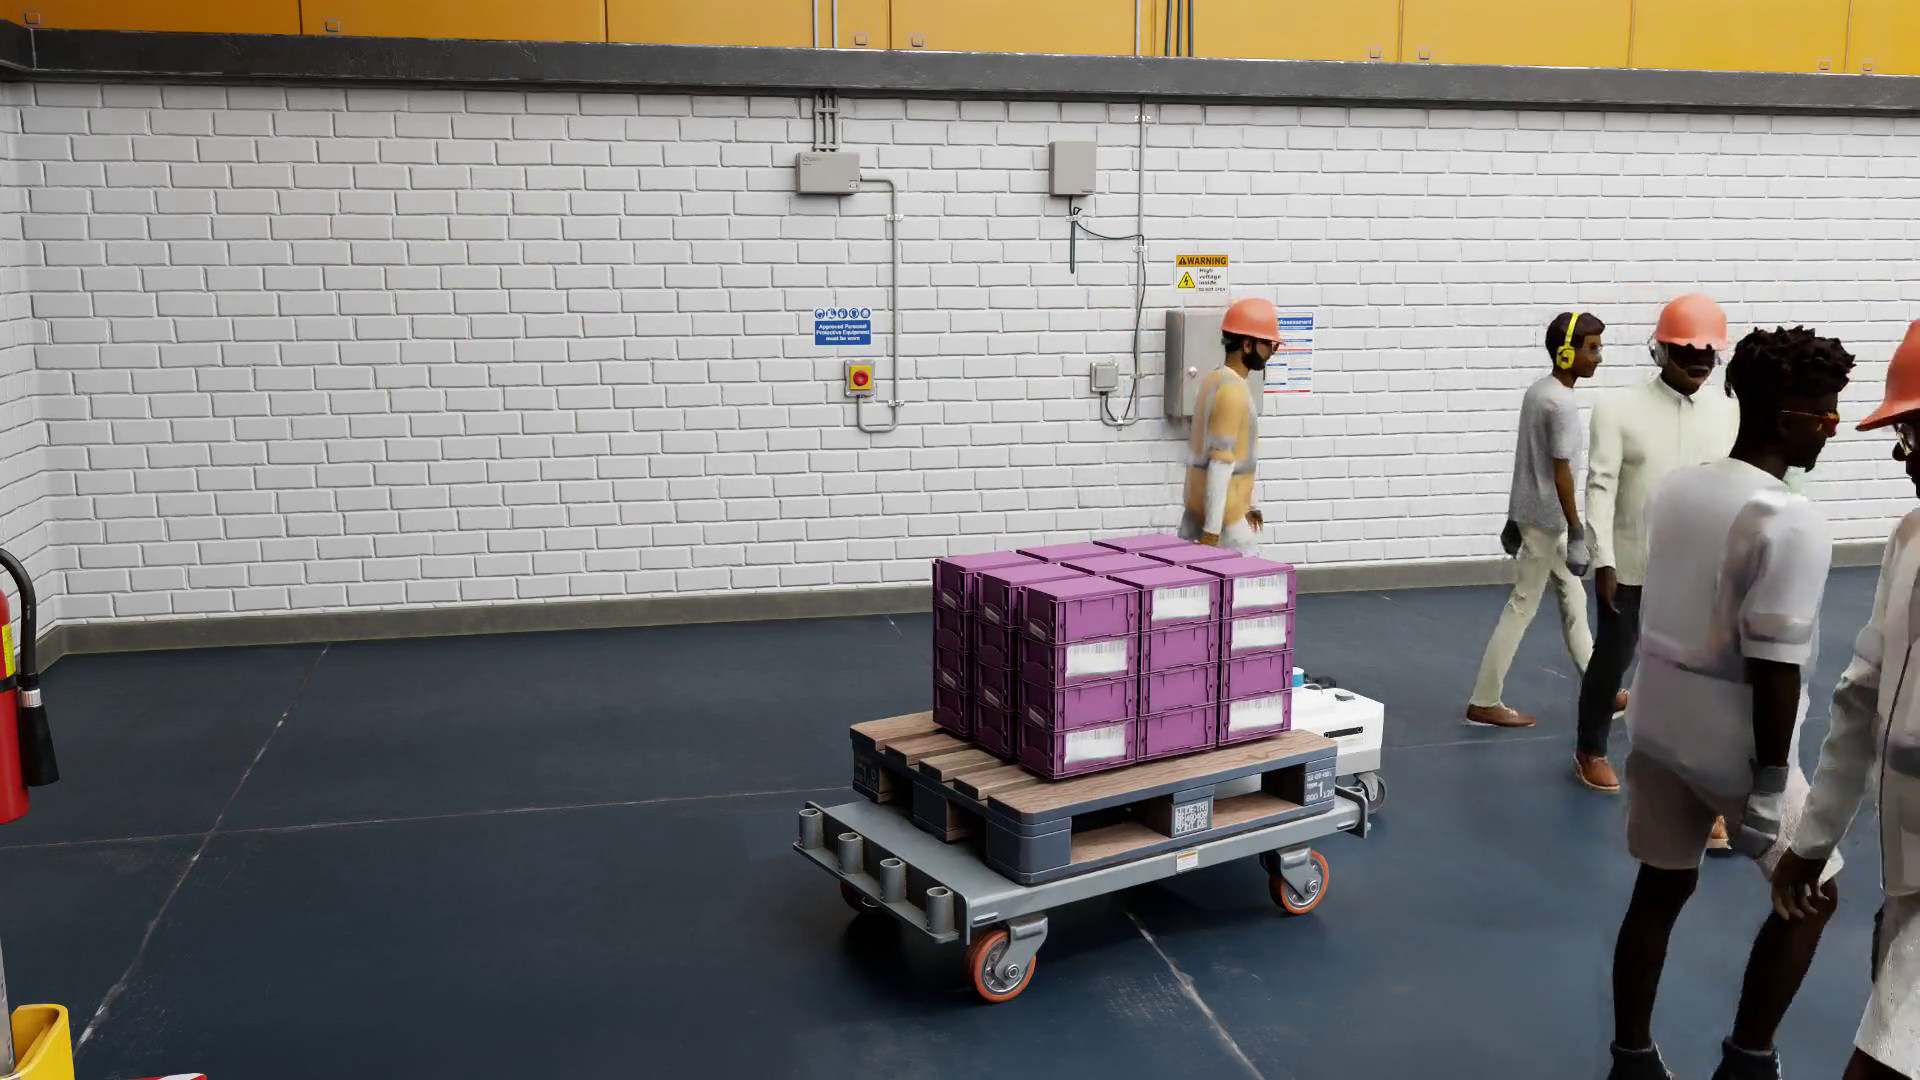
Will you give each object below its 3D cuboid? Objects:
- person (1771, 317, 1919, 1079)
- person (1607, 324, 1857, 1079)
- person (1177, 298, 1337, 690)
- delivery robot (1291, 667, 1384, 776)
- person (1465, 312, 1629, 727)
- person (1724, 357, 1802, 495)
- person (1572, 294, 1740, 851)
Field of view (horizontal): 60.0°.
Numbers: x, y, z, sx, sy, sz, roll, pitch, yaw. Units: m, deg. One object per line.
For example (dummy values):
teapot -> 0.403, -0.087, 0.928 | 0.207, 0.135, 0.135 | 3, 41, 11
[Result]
person -> 1.758, 0.601, 2.973 | 0.452, 2.014, 0.617 | 1, 10, 6
person -> 1.848, 0.465, 3.924 | 0.648, 1.937, 0.632 | -3, 11, -15
person -> 1.188, -0.159, 7.578 | 1.027, 1.883, 0.574 | -1, 10, -3
delivery robot -> 1.212, 0.712, 6.142 | 0.707, 0.478, 0.477 | -5, 11, -26
person -> 2.658, -0.058, 7.156 | 0.927, 1.821, 0.526 | 1, 10, 8
person -> 3.831, -0.123, 8.120 | 0.768, 1.588, 0.517 | 0, 10, 1
person -> 2.561, 0.077, 6.099 | 0.617, 1.947, 0.993 | 0, 10, 2
